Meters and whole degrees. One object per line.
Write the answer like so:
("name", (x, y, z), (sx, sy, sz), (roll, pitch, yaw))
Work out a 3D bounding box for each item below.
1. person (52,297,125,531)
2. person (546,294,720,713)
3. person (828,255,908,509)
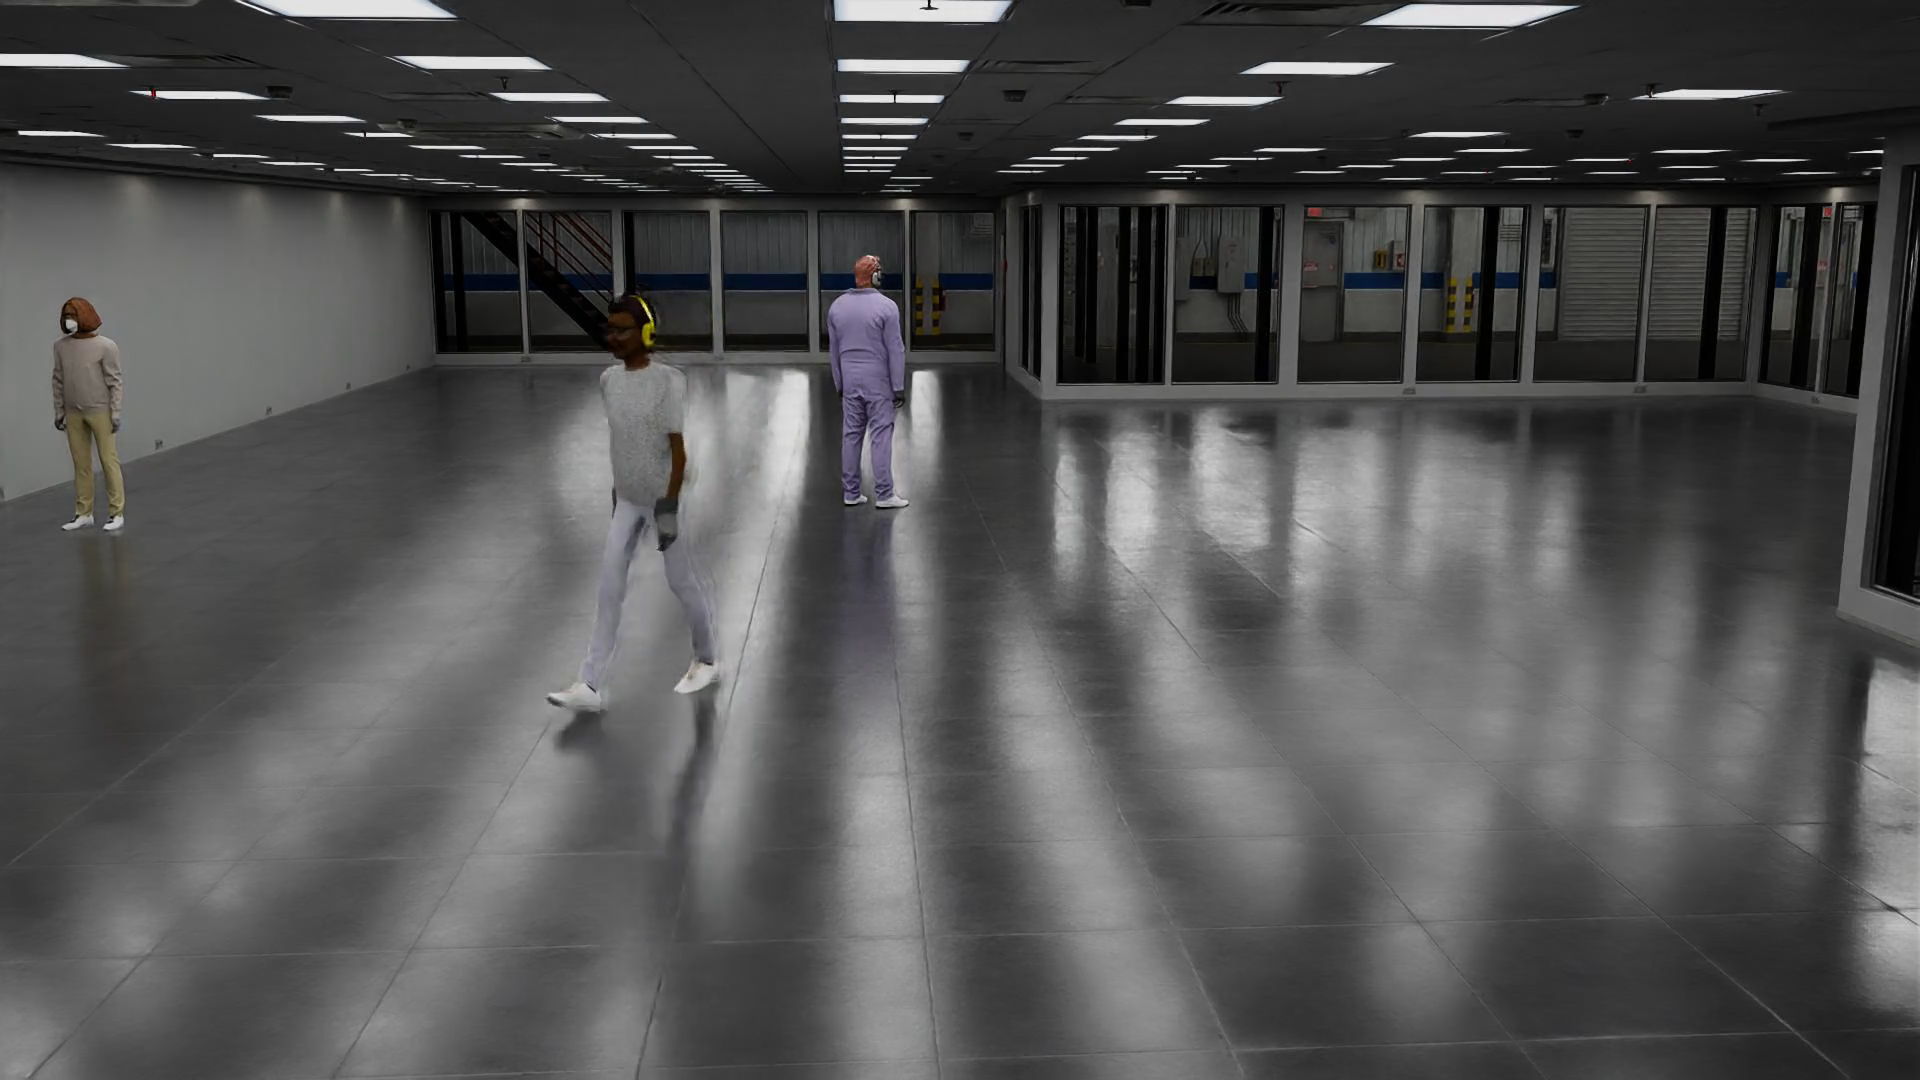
("person", (-6.104, -0.876, 11.644), (0.500, 1.633, 0.276), (1, 11, 7))
("person", (-1.409, -0.160, 7.294), (0.580, 1.818, 0.979), (6, 12, 31))
("person", (-0.674, -1.185, 12.580), (0.641, 1.908, 0.407), (6, 12, 30))
